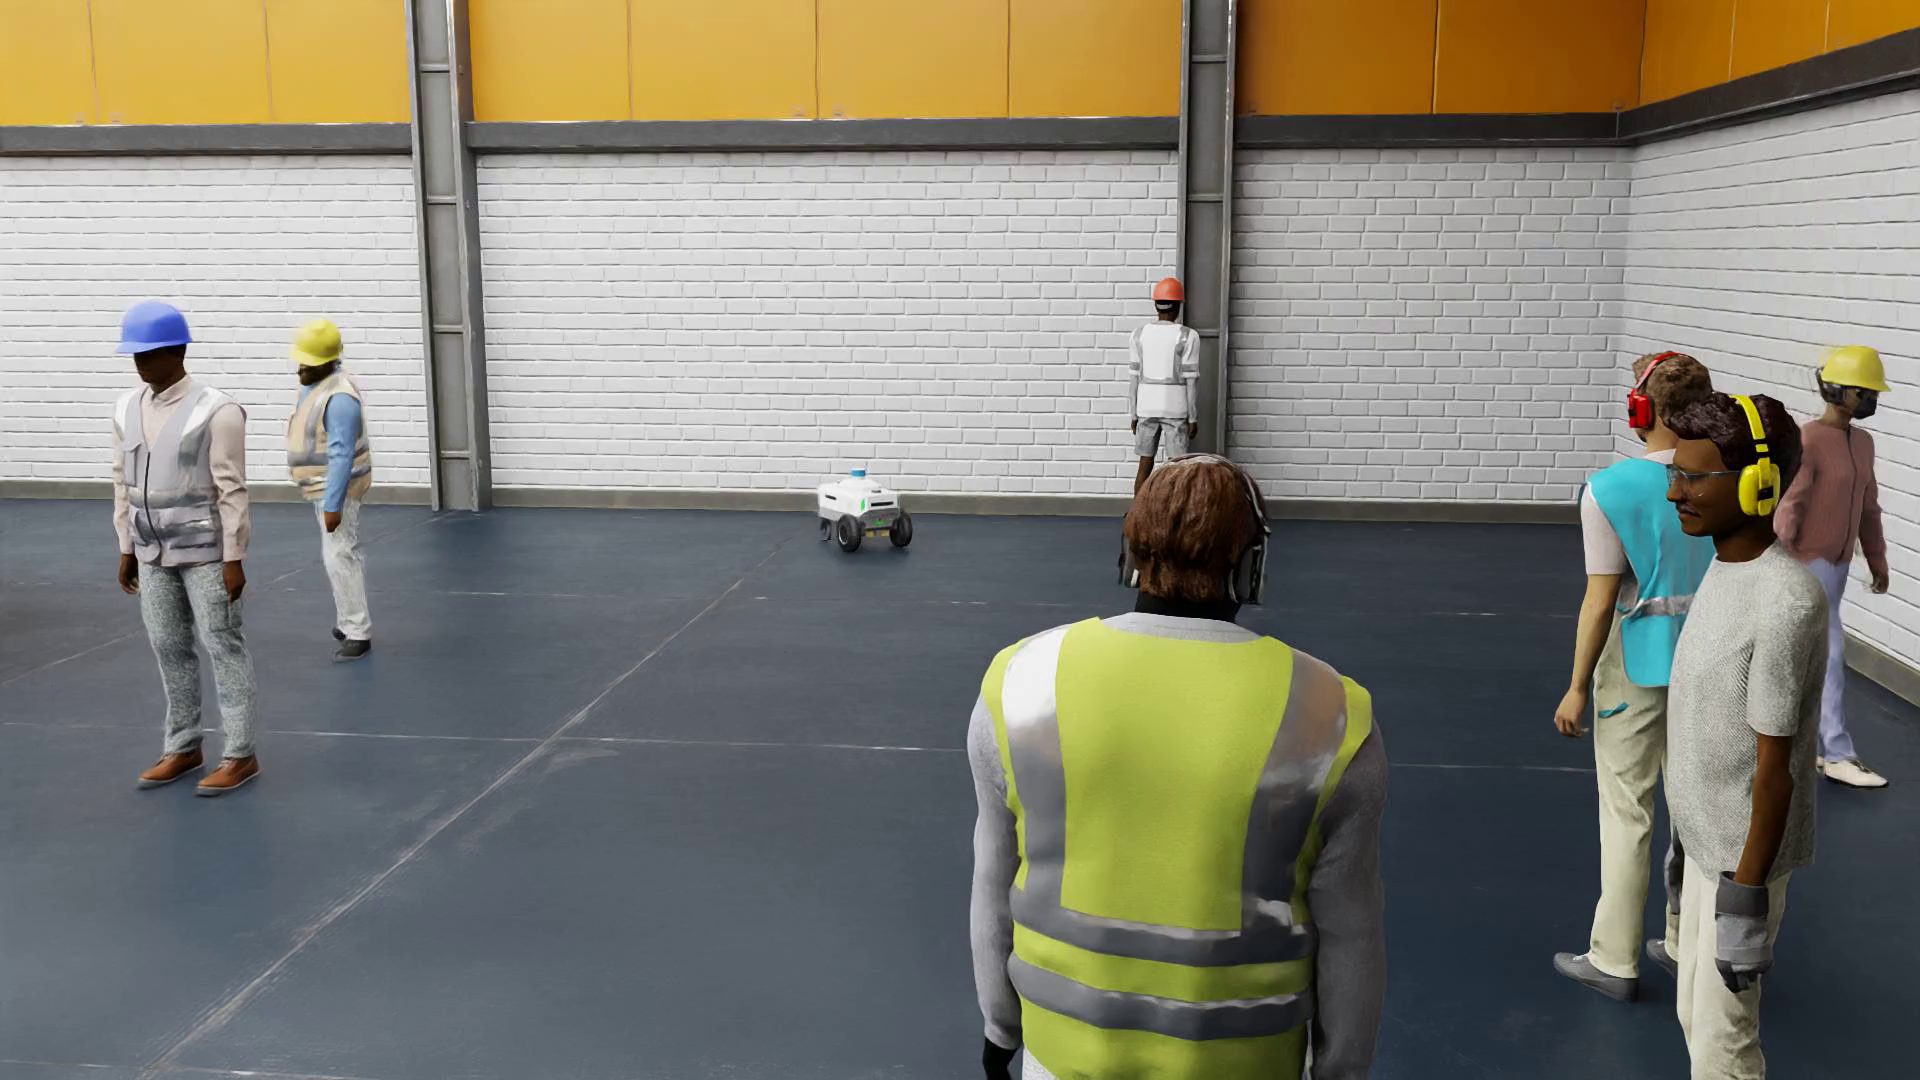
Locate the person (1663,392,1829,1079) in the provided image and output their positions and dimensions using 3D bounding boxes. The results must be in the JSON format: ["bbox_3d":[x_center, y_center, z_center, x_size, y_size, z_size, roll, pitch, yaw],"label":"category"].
[{"bbox_3d":[1.499,0.637,3.298,0.334,1.860,0.509,2,10,13],"label":"person"}]

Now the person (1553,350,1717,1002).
[{"bbox_3d":[1.974,0.397,4.699,0.564,1.844,0.388,-3,10,-14],"label":"person"}]

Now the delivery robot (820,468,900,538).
[{"bbox_3d":[-0.726,-0.274,11.965,0.477,0.478,0.707,-6,12,-31],"label":"delivery robot"}]

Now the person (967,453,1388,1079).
[{"bbox_3d":[0.327,0.778,2.579,0.638,1.829,0.429,3,10,15],"label":"person"}]

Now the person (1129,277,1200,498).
[{"bbox_3d":[1.497,-0.943,12.151,0.541,1.928,0.399,5,11,27],"label":"person"}]

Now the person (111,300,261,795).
[{"bbox_3d":[-3.044,0.037,6.515,0.607,1.939,0.421,3,10,19],"label":"person"}]

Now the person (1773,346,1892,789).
[{"bbox_3d":[3.559,0.108,6.629,0.538,1.740,0.707,-7,12,-33],"label":"person"}]

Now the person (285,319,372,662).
[{"bbox_3d":[-3.307,-0.266,8.709,0.406,1.788,0.727,-6,11,-30],"label":"person"}]
